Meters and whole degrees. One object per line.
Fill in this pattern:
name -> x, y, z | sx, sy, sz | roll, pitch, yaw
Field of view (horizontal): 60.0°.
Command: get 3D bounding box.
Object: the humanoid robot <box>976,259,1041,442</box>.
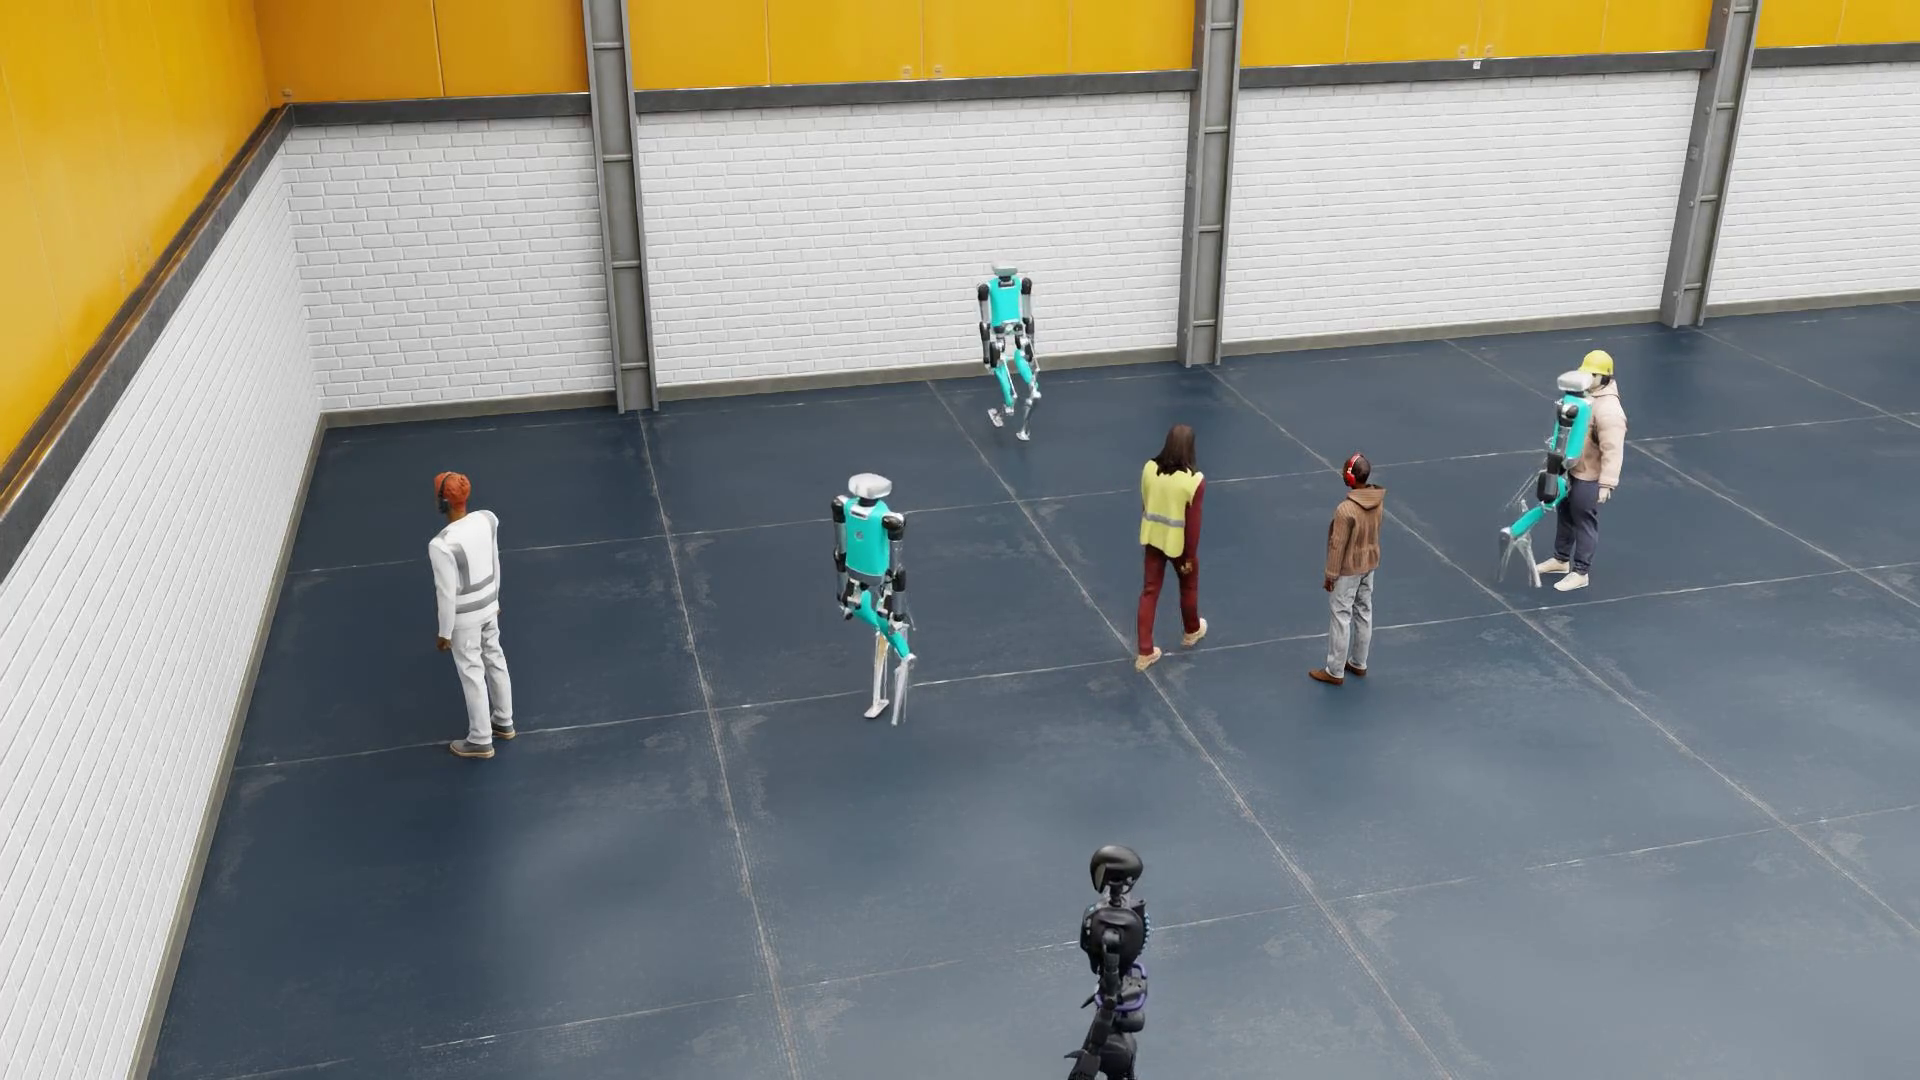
humanoid robot -> 0.491, -1.692, 15.361 | 0.548, 1.728, 1.001 | -8, 25, -18

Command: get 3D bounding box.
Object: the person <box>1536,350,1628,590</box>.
person -> 4.727, -0.538, 12.594 | 0.398, 1.868, 0.815 | -5, 24, -12

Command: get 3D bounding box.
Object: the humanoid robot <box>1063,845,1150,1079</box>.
humanoid robot -> 0.641, 2.028, 7.080 | 0.794, 1.631, 0.599 | 4, 24, 8

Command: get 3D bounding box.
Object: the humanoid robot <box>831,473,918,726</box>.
humanoid robot -> -0.466, 0.378, 10.731 | 0.551, 1.829, 0.666 | 15, 28, 30

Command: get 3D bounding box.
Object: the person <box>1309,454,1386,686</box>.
person -> 2.636, 0.208, 11.179 | 0.462, 1.648, 0.327 | -18, 29, -35

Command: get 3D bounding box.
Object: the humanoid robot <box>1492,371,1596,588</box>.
humanoid robot -> 4.324, -0.409, 12.612 | 0.724, 1.882, 0.535 | 16, 29, 33

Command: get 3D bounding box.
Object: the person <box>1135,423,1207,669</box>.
person -> 1.498, 0.000, 11.543 | 0.486, 1.735, 0.865 | 14, 27, 29

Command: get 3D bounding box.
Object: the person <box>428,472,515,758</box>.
person -> -3.044, 0.461, 10.315 | 0.356, 1.882, 0.574 | 9, 25, 19
